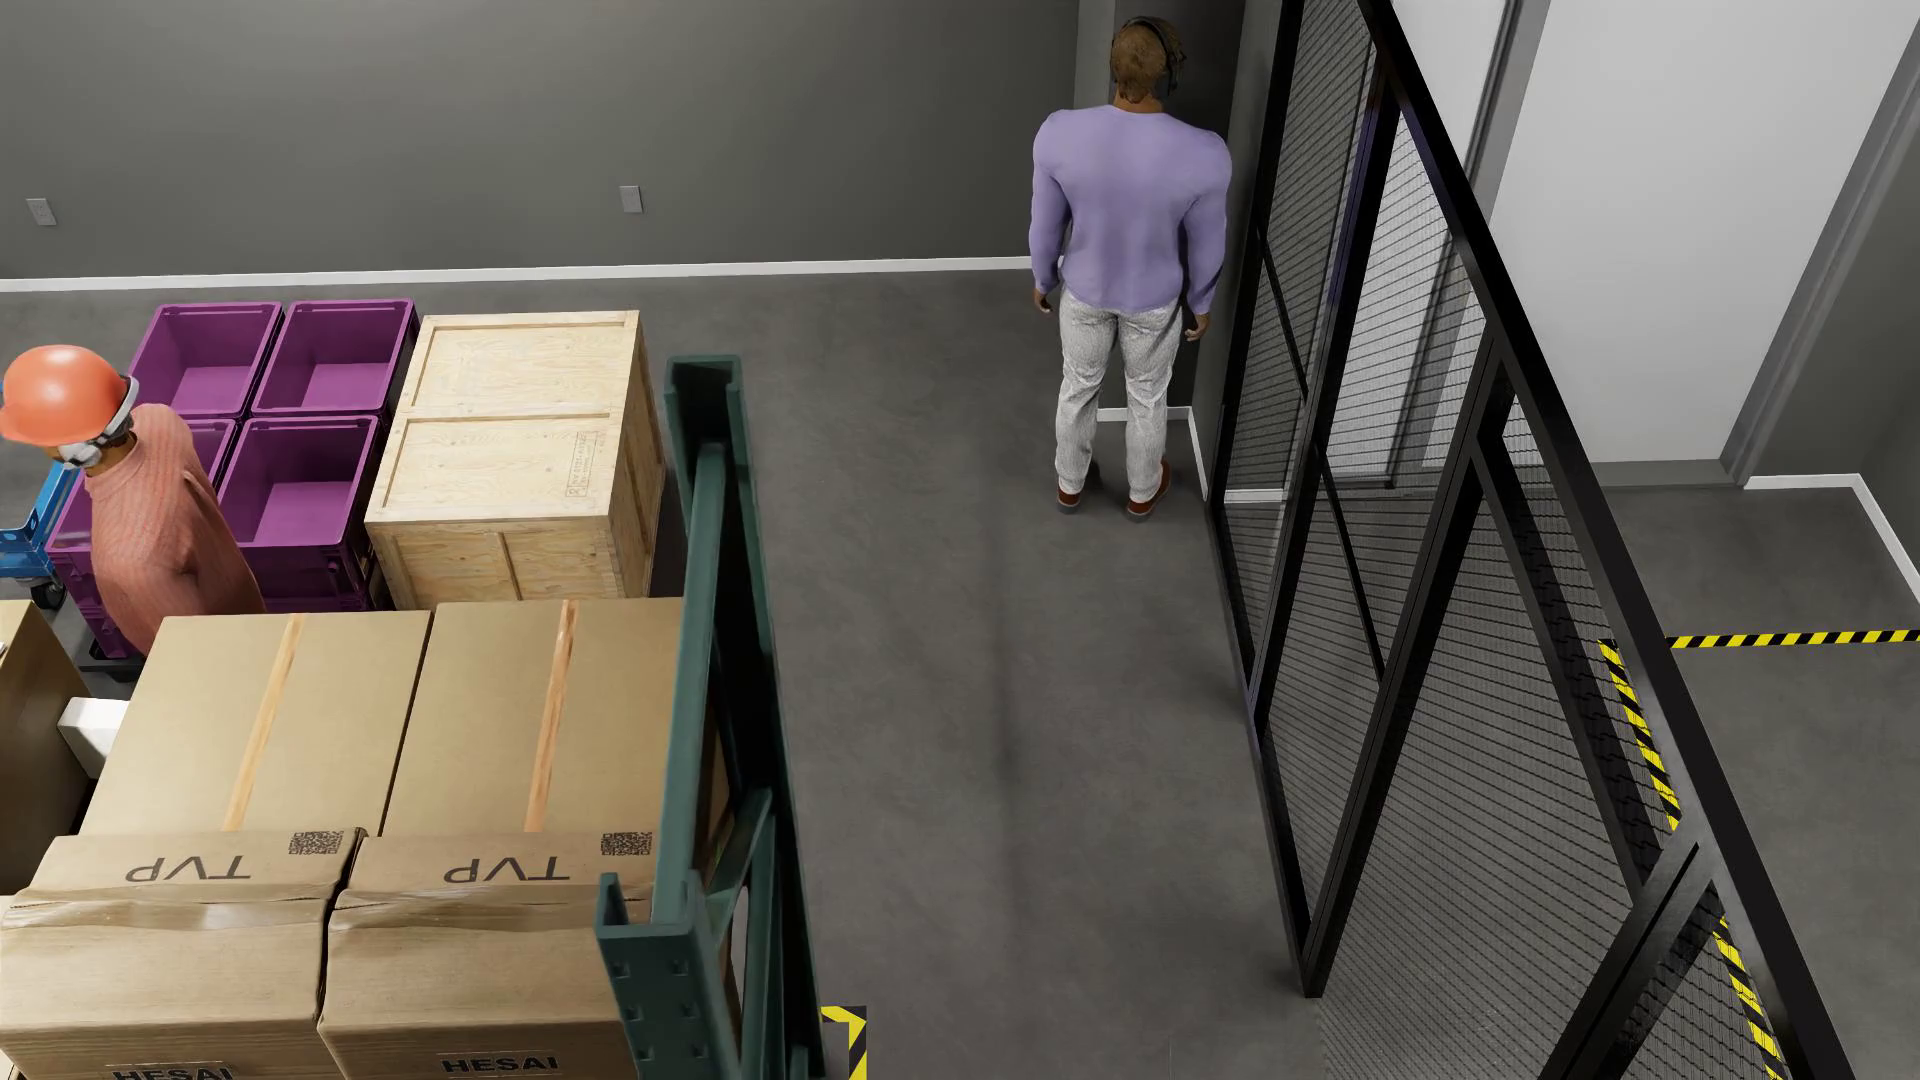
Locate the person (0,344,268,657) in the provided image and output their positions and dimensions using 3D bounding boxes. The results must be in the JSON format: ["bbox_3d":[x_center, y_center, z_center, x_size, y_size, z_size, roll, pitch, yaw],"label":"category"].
[{"bbox_3d":[-2.044,0.261,4.470,0.384,1.993,0.611,-12,47,-11],"label":"person"}]

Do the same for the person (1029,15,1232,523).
[{"bbox_3d":[0.545,-0.841,5.560,0.637,1.936,0.355,10,47,9],"label":"person"}]
